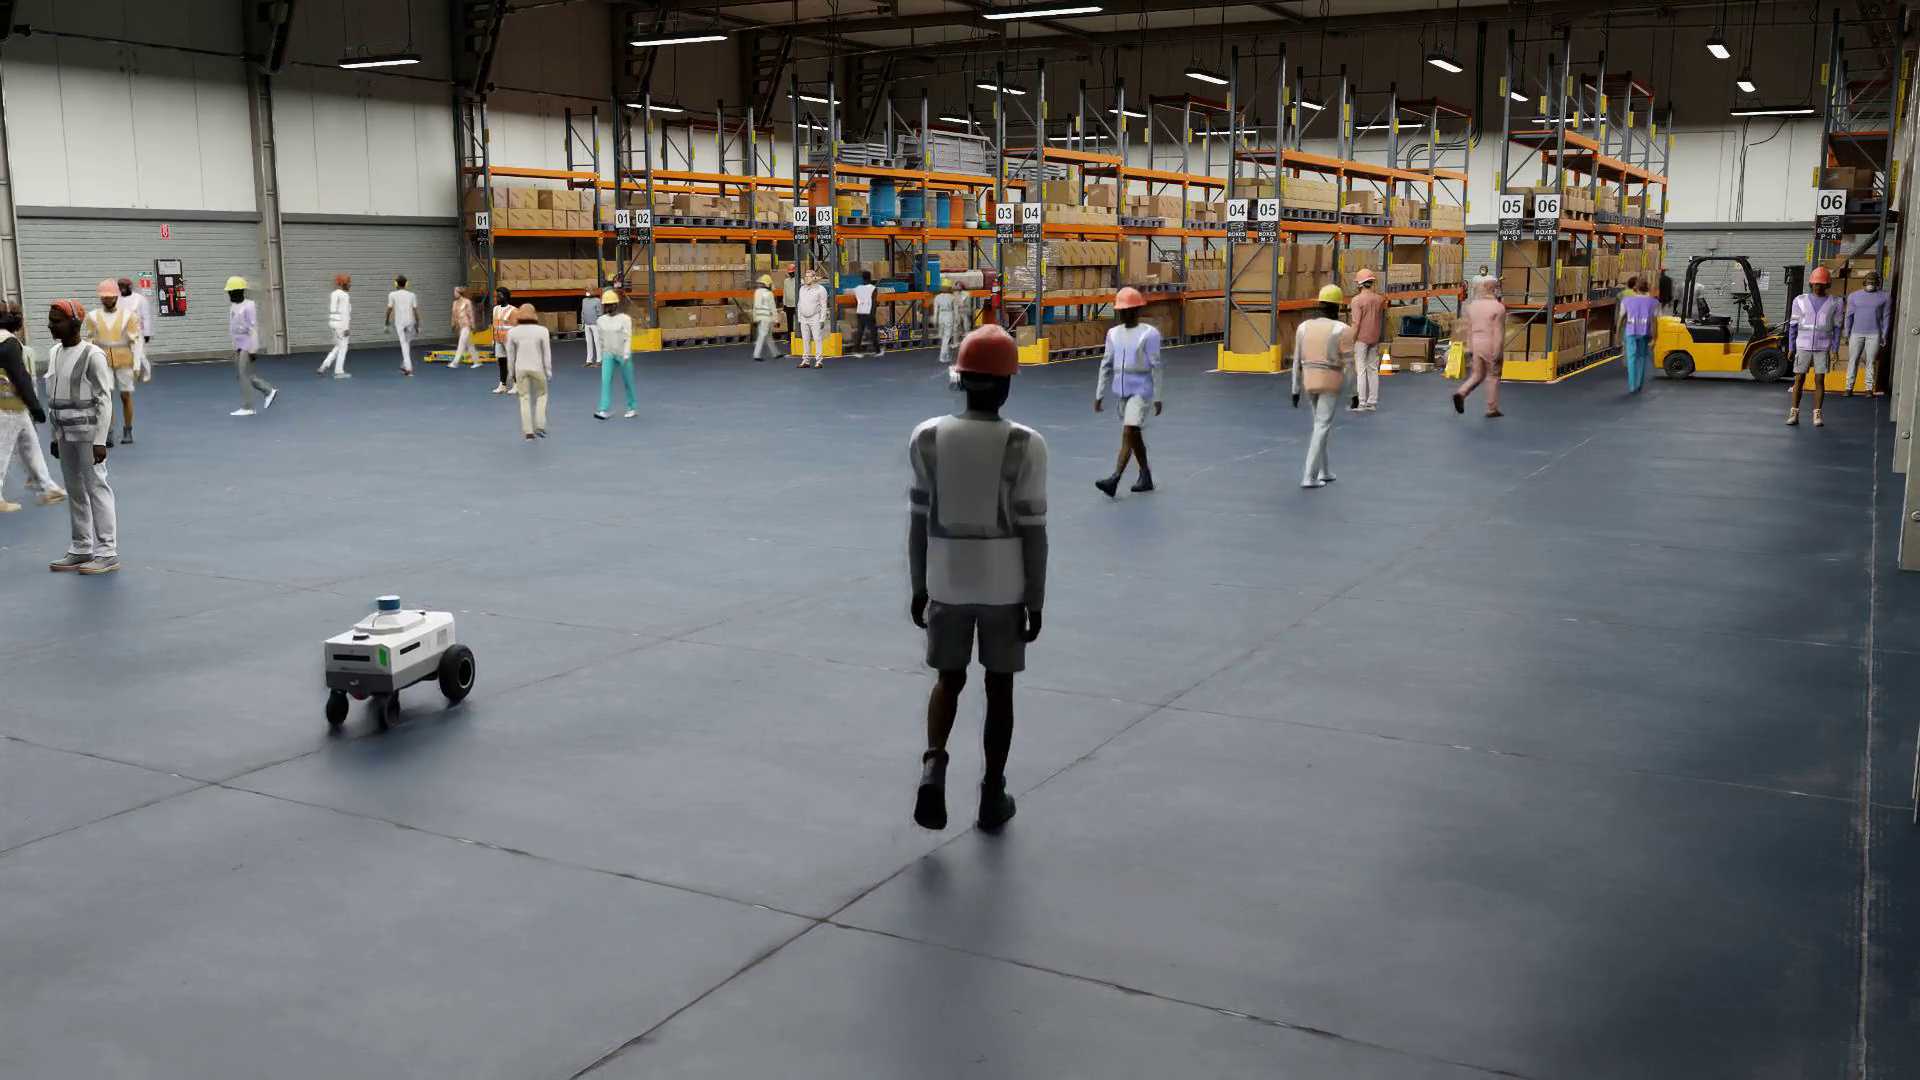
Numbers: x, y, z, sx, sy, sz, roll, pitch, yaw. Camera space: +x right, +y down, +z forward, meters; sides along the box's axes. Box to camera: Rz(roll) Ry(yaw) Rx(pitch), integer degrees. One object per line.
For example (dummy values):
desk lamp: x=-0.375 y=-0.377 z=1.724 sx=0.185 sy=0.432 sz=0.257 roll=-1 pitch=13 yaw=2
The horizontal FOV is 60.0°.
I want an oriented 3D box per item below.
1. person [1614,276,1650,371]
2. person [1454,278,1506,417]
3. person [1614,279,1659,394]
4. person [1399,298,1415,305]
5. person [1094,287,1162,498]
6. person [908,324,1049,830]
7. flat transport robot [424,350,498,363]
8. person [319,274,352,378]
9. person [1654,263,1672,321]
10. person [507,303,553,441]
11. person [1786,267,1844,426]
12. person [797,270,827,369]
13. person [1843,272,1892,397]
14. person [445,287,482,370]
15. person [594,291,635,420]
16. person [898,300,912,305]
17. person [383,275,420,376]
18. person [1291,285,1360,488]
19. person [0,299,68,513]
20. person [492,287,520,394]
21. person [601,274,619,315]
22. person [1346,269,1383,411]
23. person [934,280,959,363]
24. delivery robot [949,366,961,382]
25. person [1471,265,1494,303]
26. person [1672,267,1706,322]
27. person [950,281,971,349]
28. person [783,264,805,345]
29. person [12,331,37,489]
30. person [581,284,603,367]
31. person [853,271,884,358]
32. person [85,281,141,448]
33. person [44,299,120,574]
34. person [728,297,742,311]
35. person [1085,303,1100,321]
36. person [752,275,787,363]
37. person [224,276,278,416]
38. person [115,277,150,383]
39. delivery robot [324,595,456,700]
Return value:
person: x=12.713 y=-4.085 z=31.470 sx=0.630 sy=1.805 sz=0.953 roll=5 pitch=11 yaw=26
person: x=7.066 y=-2.582 z=22.434 sx=0.685 sy=1.886 sz=0.643 roll=-5 pitch=11 yaw=-28
person: x=10.780 y=-3.244 z=26.544 sx=0.594 sy=1.801 sz=0.934 roll=2 pitch=10 yaw=9
person: x=12.491 y=-6.642 z=46.305 sx=0.554 sy=1.843 sz=0.578 roll=-5 pitch=11 yaw=-29
person: x=1.492 y=-1.335 z=15.107 sx=0.575 sy=1.882 sz=0.990 roll=9 pitch=13 yaw=41
person: x=0.051 y=0.174 z=6.158 sx=0.552 sy=1.924 sz=0.585 roll=3 pitch=10 yaw=16
flat transport robot: x=-10.227 y=-3.769 z=34.079 sx=1.431 sy=0.197 sz=0.652 roll=5 pitch=11 yaw=28
person: x=-11.166 y=-3.823 z=29.810 sx=0.624 sy=1.852 sz=0.632 roll=-9 pitch=13 yaw=-42
person: x=18.506 y=-6.340 z=44.132 sx=0.652 sy=1.973 sz=0.628 roll=-4 pitch=11 yaw=-23
person: x=-5.099 y=-2.003 z=19.781 sx=0.531 sy=1.610 sz=0.586 roll=-1 pitch=10 yaw=-4
person: x=10.956 y=-2.475 z=21.337 sx=0.605 sy=2.039 sz=0.386 roll=5 pitch=11 yaw=29
person: x=-2.894 y=-4.278 z=32.279 sx=0.638 sy=1.910 sz=0.407 roll=5 pitch=11 yaw=29
person: x=13.995 y=-3.167 z=25.685 sx=0.627 sy=1.938 sz=0.372 roll=5 pitch=11 yaw=29
person: x=-9.599 y=-4.083 z=32.064 sx=0.524 sy=1.584 sz=0.894 roll=8 pitch=13 yaw=39
person: x=-4.595 y=-2.457 z=22.186 sx=0.524 sy=1.710 sz=0.919 roll=2 pitch=10 yaw=11
person: x=-1.768 y=-7.978 z=54.238 sx=0.601 sy=1.807 sz=0.741 roll=4 pitch=10 yaw=21
person: x=-10.246 y=-3.924 z=30.479 sx=0.534 sy=1.818 sz=0.970 roll=-9 pitch=13 yaw=-42
person: x=3.504 y=-1.448 z=15.715 sx=0.798 sy=1.893 sz=0.605 roll=-9 pitch=13 yaw=-43
person: x=-8.012 y=-1.146 z=14.243 sx=0.889 sy=1.805 sz=0.633 roll=-8 pitch=13 yaw=-40
person: x=-7.170 y=-3.141 z=26.235 sx=0.532 sy=1.697 sz=0.319 roll=5 pitch=11 yaw=29
person: x=-8.541 y=-5.650 z=40.853 sx=0.536 sy=1.717 sz=0.927 roll=1 pitch=10 yaw=6
person: x=5.695 y=-2.817 z=23.463 sx=0.619 sy=1.992 sz=0.396 roll=-7 pitch=12 yaw=-36
person: x=-0.279 y=-4.489 z=34.134 sx=0.501 sy=1.697 sz=0.910 roll=3 pitch=10 yaw=18
delivery robot: x=0.188 y=-2.654 z=26.447 sx=0.707 sy=0.478 sz=0.477 roll=5 pitch=11 yaw=28
person: x=14.486 y=-6.658 z=46.121 sx=0.627 sy=1.940 sz=0.372 roll=5 pitch=11 yaw=29
person: x=15.660 y=-4.890 z=35.741 sx=0.648 sy=1.941 sz=0.636 roll=5 pitch=11 yaw=25
person: x=0.040 y=-5.224 z=38.697 sx=0.518 sy=1.593 sz=0.652 roll=5 pitch=11 yaw=27
person: x=-4.072 y=-5.744 z=40.615 sx=0.610 sy=1.990 sz=0.389 roll=5 pitch=11 yaw=29
person: x=-8.774 y=-1.232 z=15.333 sx=0.513 sy=1.592 sz=0.820 roll=-1 pitch=10 yaw=-3
person: x=-7.240 y=-4.214 z=32.706 sx=0.498 sy=1.632 sz=0.285 roll=5 pitch=11 yaw=29
person: x=-2.026 y=-4.839 z=35.730 sx=0.607 sy=1.865 sz=1.031 roll=6 pitch=11 yaw=31
person: x=-9.666 y=-2.002 z=18.998 sx=0.566 sy=1.884 sz=0.974 roll=-3 pitch=10 yaw=-18
person: x=-6.063 y=-0.706 z=11.438 sx=0.573 sy=1.883 sz=0.355 roll=5 pitch=11 yaw=29
person: x=-6.104 y=-6.400 z=44.362 sx=0.614 sy=2.027 sz=0.688 roll=7 pitch=12 yaw=35
person: x=4.177 y=-7.686 z=52.383 sx=0.695 sy=1.863 sz=1.088 roll=-1 pitch=10 yaw=-7
person: x=-3.920 y=-4.540 z=34.163 sx=0.943 sy=1.778 sz=0.609 roll=-8 pitch=12 yaw=-38
person: x=-9.749 y=-2.663 z=22.828 sx=0.616 sy=1.908 sz=0.591 roll=-9 pitch=14 yaw=-44
person: x=-13.823 y=-3.454 z=27.697 sx=0.631 sy=1.827 sz=0.553 roll=-1 pitch=10 yaw=-4
delivery robot: x=-2.711 y=0.509 z=7.928 sx=0.477 sy=0.478 sz=0.707 roll=2 pitch=10 yaw=11
